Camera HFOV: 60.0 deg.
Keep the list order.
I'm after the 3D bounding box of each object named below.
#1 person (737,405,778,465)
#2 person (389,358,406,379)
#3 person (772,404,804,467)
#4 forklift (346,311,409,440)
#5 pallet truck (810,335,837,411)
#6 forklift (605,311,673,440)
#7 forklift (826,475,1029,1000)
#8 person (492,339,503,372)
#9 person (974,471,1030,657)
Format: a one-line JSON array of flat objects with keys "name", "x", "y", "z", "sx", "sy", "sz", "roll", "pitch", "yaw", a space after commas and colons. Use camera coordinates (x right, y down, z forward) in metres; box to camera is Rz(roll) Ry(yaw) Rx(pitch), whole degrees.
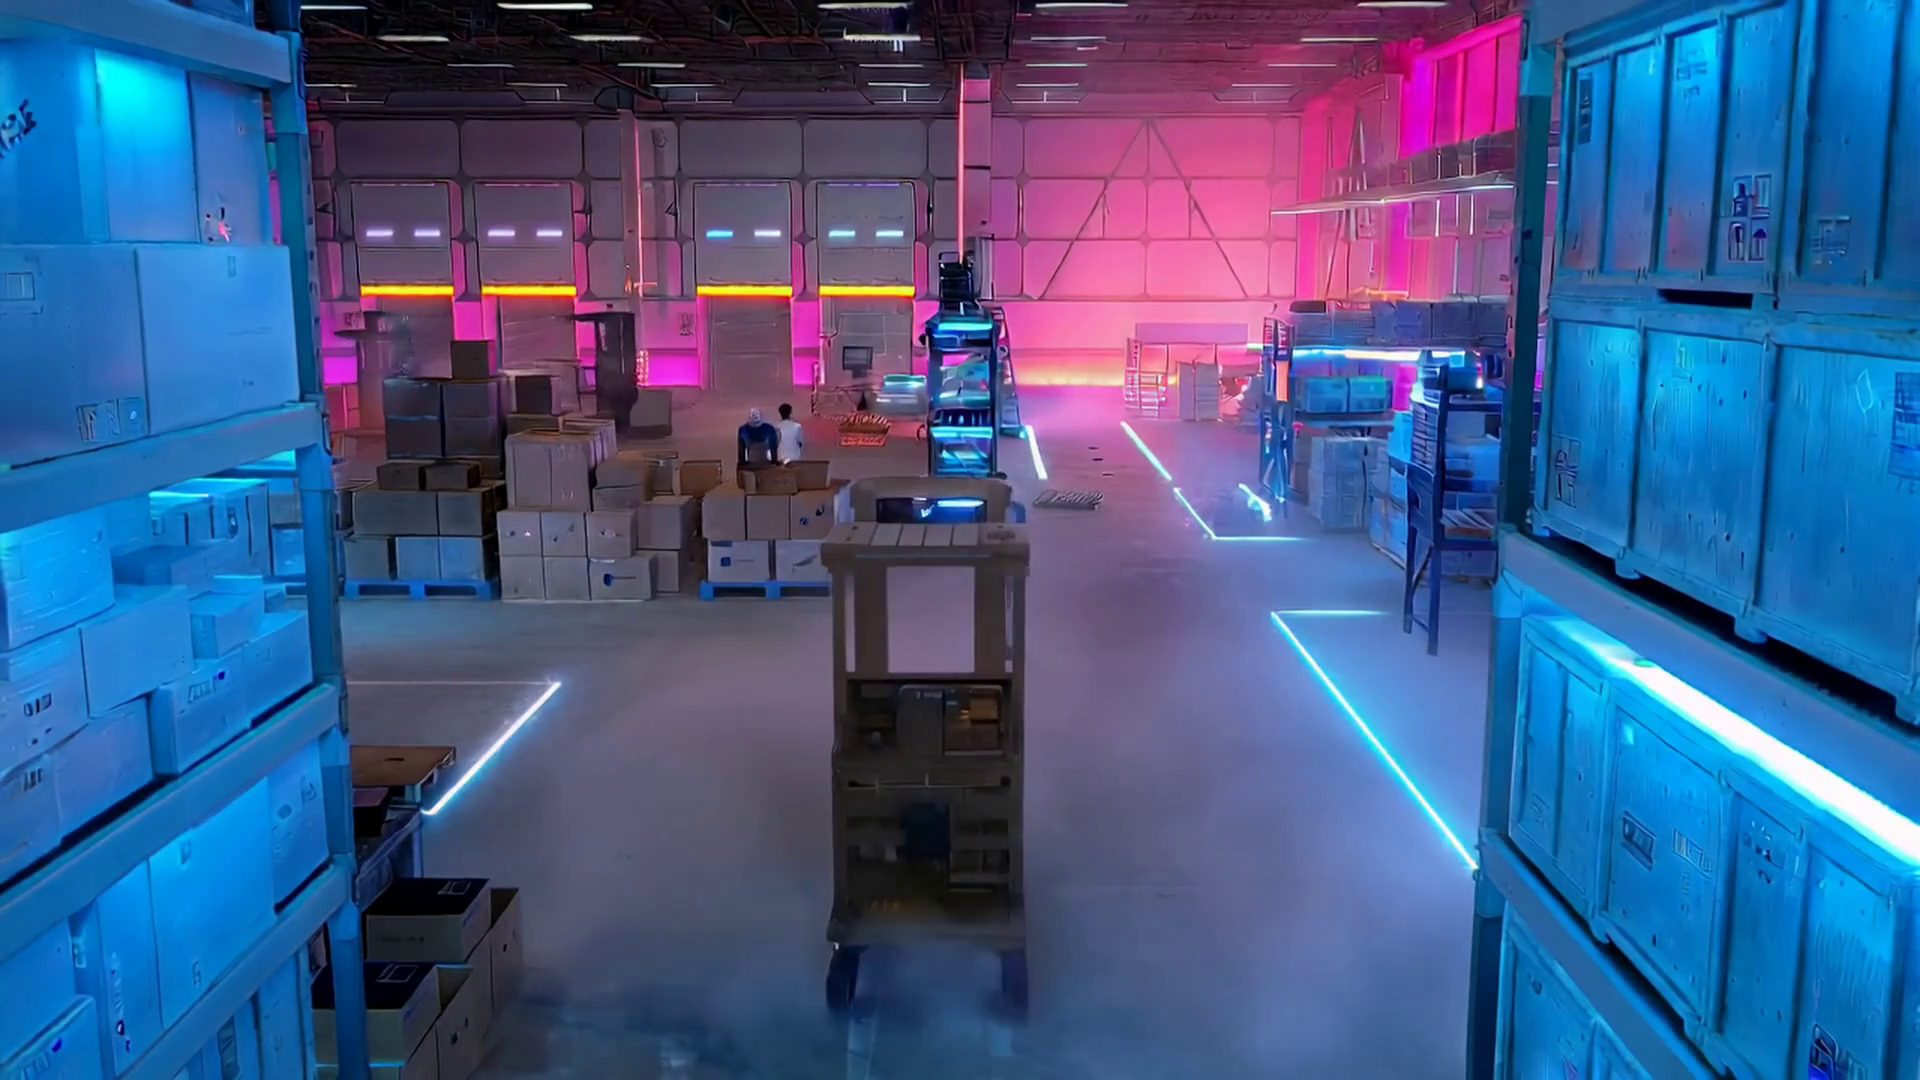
[{"name": "person", "x": -2.965, "y": -1.023, "z": 24.372, "sx": 0.629, "sy": 1.929, "sz": 0.362, "roll": 3, "pitch": 10, "yaw": 17}, {"name": "person", "x": -11.688, "y": -2.826, "z": 34.722, "sx": 0.370, "sy": 1.940, "sz": 0.631, "roll": 0, "pitch": 10, "yaw": -2}, {"name": "person", "x": -2.846, "y": -1.419, "z": 27.423, "sx": 0.551, "sy": 1.654, "sz": 0.873, "roll": -3, "pitch": 10, "yaw": -17}, {"name": "forklift", "x": -12.810, "y": -3.738, "z": 37.268, "sx": 1.129, "sy": 2.768, "sz": 1.873, "roll": 5, "pitch": 11, "yaw": 24}, {"name": "pallet truck", "x": -3.021, "y": -4.312, "z": 43.126, "sx": 1.885, "sy": 1.965, "sz": 0.823, "roll": 3, "pitch": 10, "yaw": 17}, {"name": "forklift", "x": -7.424, "y": -3.634, "z": 36.666, "sx": 1.873, "sy": 2.768, "sz": 1.129, "roll": -7, "pitch": 12, "yaw": -36}, {"name": "forklift", "x": -0.172, "y": 1.016, "z": 9.843, "sx": 1.129, "sy": 2.768, "sz": 1.873, "roll": 0, "pitch": 10, "yaw": 1}, {"name": "person", "x": -13.244, "y": -4.851, "z": 47.183, "sx": 0.787, "sy": 1.662, "sz": 0.550, "roll": 2, "pitch": 10, "yaw": 10}, {"name": "person", "x": 0.411, "y": 0.208, "z": 17.363, "sx": 0.544, "sy": 1.898, "sz": 0.958, "roll": -3, "pitch": 10, "yaw": -19}]
